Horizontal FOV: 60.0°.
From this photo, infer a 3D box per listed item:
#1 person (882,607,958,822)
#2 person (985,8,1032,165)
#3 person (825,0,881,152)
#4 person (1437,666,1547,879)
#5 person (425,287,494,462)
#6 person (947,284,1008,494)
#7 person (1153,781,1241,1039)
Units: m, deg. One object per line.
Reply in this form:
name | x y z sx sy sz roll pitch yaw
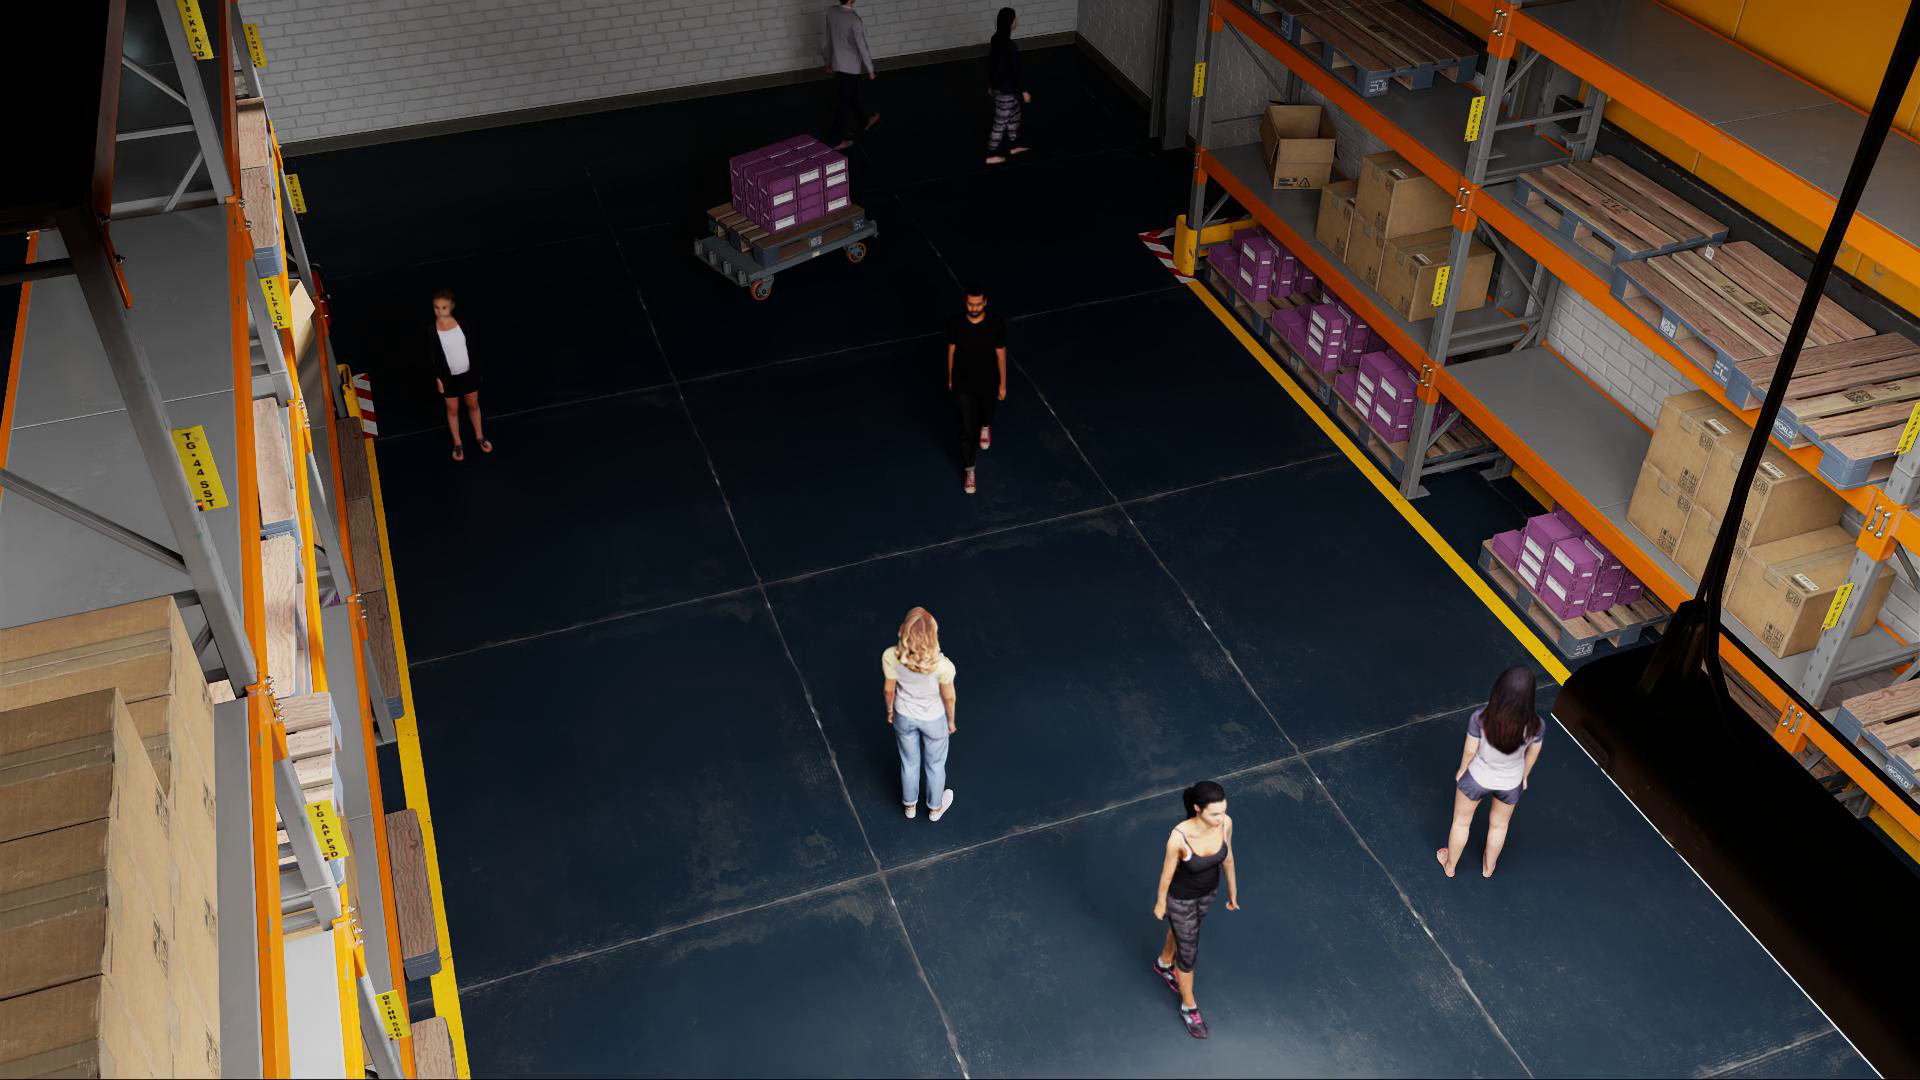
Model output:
person | -0.242 1.105 10.395 0.711 1.723 0.725 8 39 9
person | 0.406 -4.826 17.829 0.679 1.715 0.730 -14 41 -17
person | -1.313 -5.135 18.136 1.030 1.814 1.132 -30 48 -32
person | 3.208 1.412 10.024 0.674 1.707 0.672 3 39 4
person | -4.136 -1.388 13.653 0.559 1.554 0.561 -18 42 -21
person | 0.142 -1.326 13.431 0.918 1.734 1.235 0 39 0
person | 1.255 1.931 9.365 0.682 1.718 0.864 -19 43 -23
